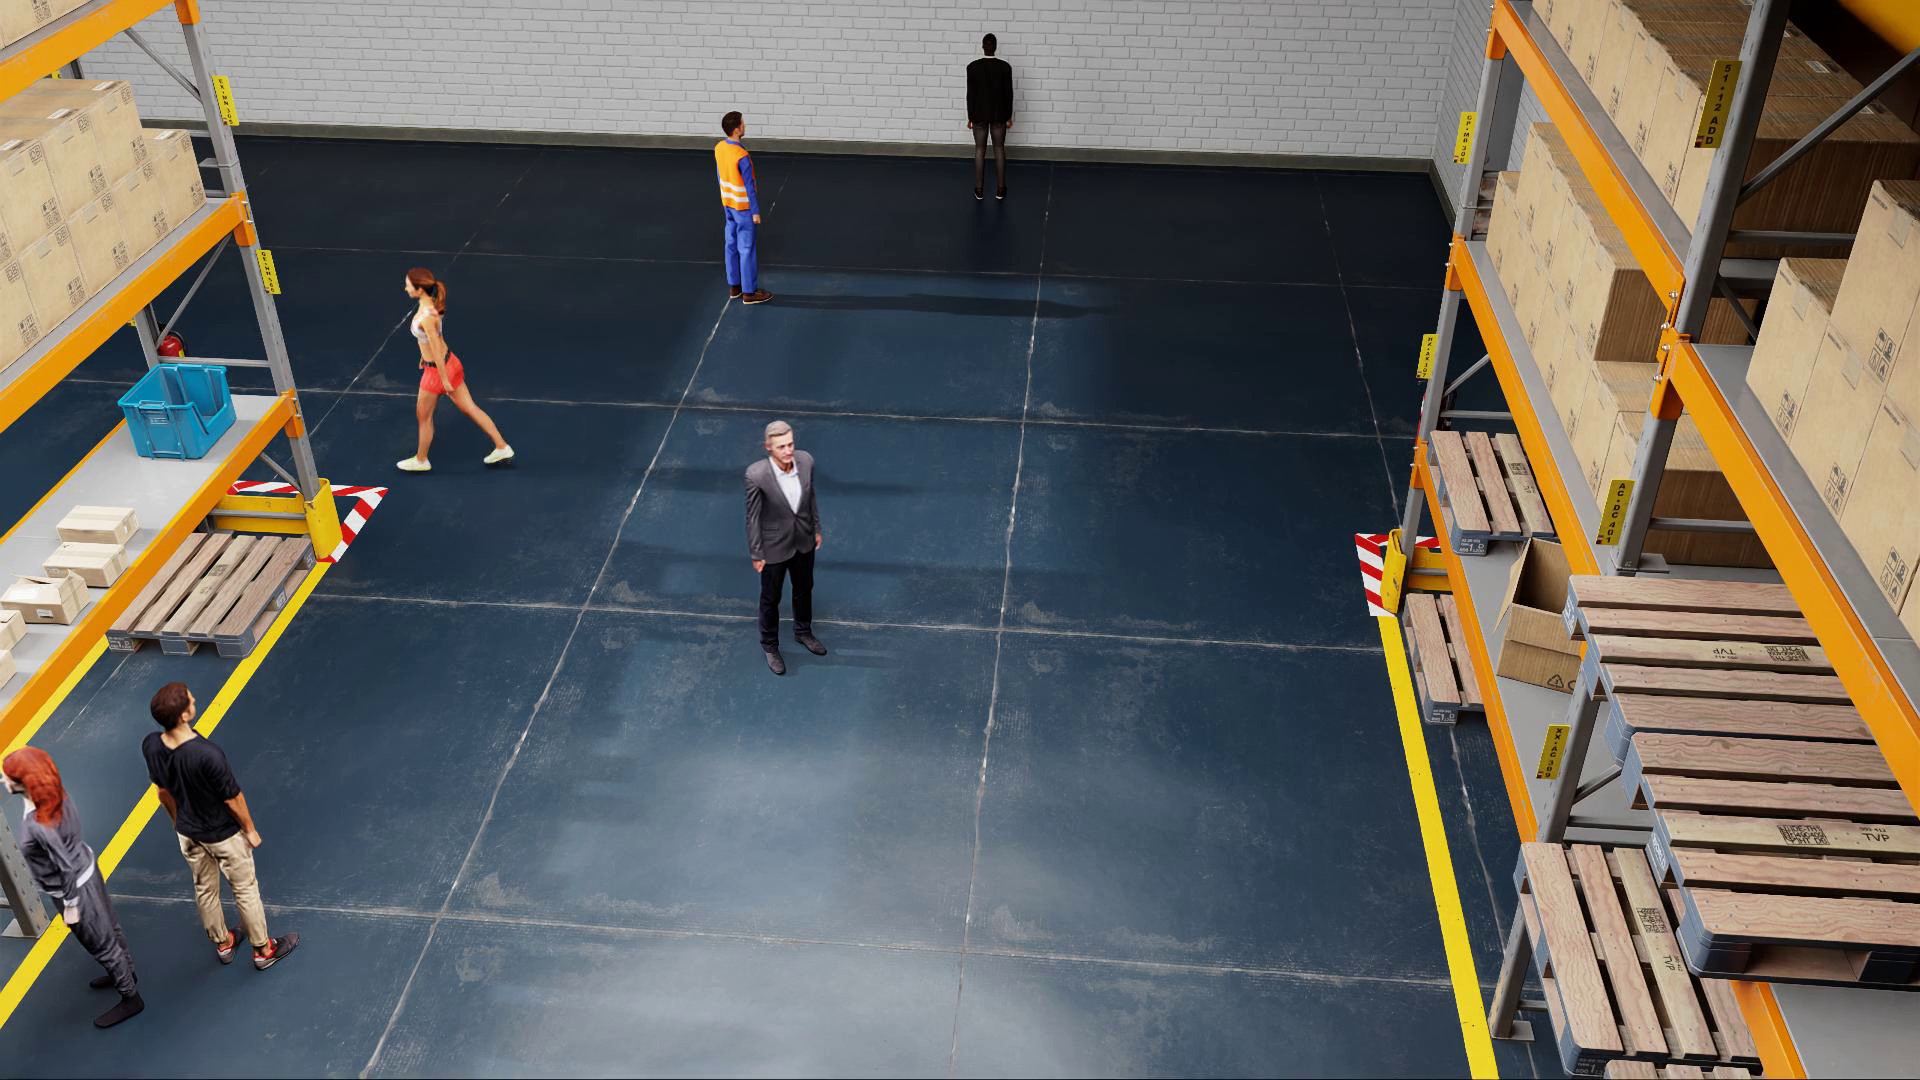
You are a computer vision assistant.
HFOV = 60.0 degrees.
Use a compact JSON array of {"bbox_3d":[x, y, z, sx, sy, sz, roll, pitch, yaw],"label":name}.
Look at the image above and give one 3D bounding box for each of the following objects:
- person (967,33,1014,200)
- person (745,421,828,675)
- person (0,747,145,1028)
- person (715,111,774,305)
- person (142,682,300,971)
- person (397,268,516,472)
[{"bbox_3d":[0.322,-4.568,17.951,0.669,1.800,0.579,0,34,0],"label":"person"},{"bbox_3d":[-1.150,0.008,11.031,0.794,1.840,0.844,-24,40,-31],"label":"person"},{"bbox_3d":[-4.511,1.749,8.467,0.713,1.779,0.599,-14,36,-20],"label":"person"},{"bbox_3d":[-2.089,-3.157,15.770,0.830,1.864,0.777,-26,42,-34],"label":"person"},{"bbox_3d":[-3.948,1.514,8.751,0.684,1.857,0.583,8,34,12],"label":"person"},{"bbox_3d":[-3.987,-1.314,13.103,0.706,1.747,1.112,-1,34,-2],"label":"person"}]
